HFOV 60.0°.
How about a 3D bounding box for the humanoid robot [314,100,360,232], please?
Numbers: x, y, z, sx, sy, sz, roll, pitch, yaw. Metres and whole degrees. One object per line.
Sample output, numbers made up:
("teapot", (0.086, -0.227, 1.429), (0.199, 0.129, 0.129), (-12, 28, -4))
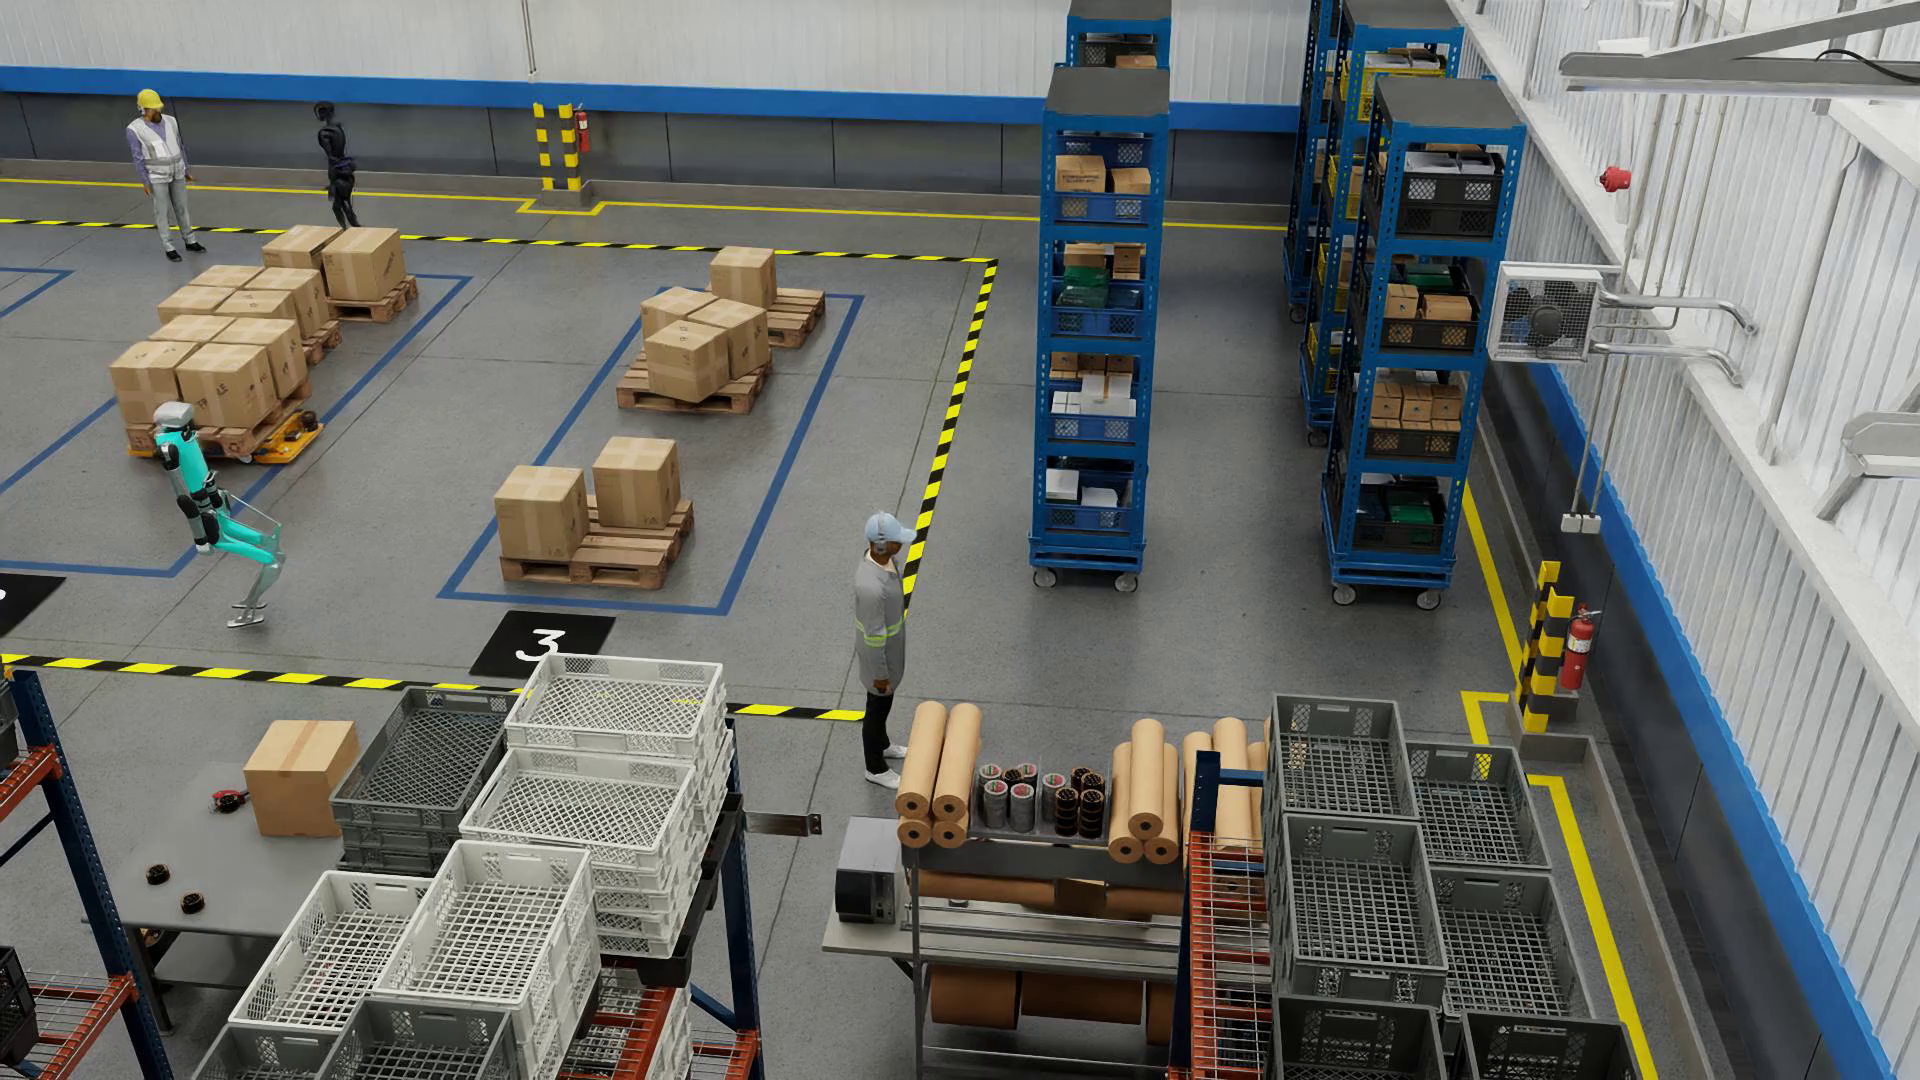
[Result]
("humanoid robot", (-6.745, -3.937, 18.045), (0.449, 1.645, 0.613), (-3, 30, -5))

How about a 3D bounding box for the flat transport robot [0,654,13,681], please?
("flat transport robot", (-7.142, 0.969, 11.010), (1.431, 0.231, 0.659), (3, 30, 6))

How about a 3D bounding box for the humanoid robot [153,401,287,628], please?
("humanoid robot", (-4.971, -0.182, 11.392), (0.735, 1.677, 0.533), (-4, 30, -7))

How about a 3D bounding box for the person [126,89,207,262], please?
("person", (-8.529, -3.927, 17.861), (0.404, 1.834, 0.585), (18, 35, 28))

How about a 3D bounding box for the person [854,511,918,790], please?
("person", (-0.437, 0.646, 9.989), (0.384, 1.851, 0.596), (2, 30, 3))

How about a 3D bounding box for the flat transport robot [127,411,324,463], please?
("flat transport robot", (-6.279, -0.919, 14.224), (1.431, 0.197, 0.652), (3, 30, 6))
